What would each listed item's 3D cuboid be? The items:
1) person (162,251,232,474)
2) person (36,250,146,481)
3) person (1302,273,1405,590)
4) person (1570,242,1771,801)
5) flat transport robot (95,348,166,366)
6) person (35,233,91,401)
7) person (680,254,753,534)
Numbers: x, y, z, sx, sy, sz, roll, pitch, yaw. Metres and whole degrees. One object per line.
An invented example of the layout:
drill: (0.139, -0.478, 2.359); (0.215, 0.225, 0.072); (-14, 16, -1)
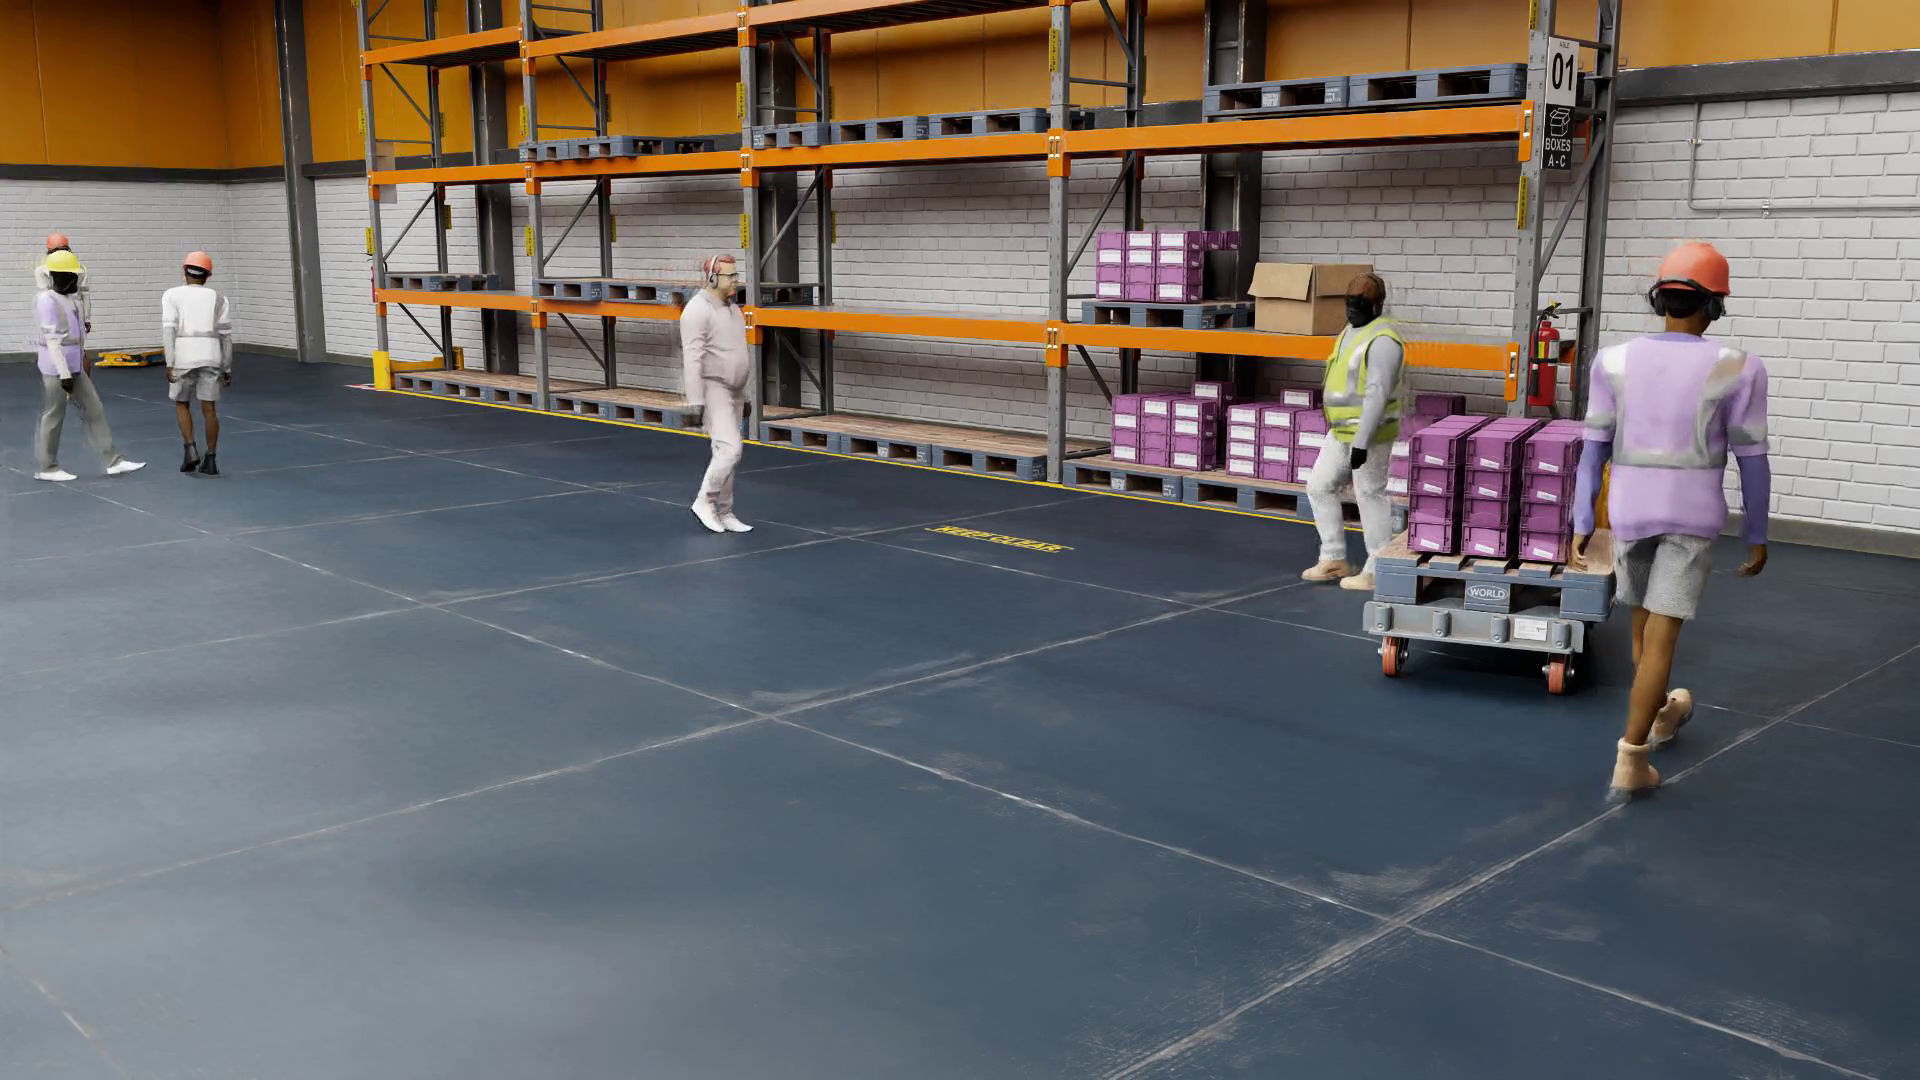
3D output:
person: (-6.498, -1.506, 14.192); (0.587, 1.881, 0.596); (-8, 13, -37)
person: (-7.236, -1.421, 13.695); (0.873, 1.890, 0.606); (-1, 10, -4)
person: (2.202, -0.587, 9.378); (0.655, 1.808, 0.637); (-1, 10, -7)
person: (2.665, -0.090, 6.174); (0.633, 1.985, 1.044); (10, 14, 42)
flat transport robot: (-12.854, -2.862, 25.982); (0.652, 0.197, 1.431); (0, 10, -2)
person: (-10.980, -2.727, 20.397); (0.370, 2.048, 0.607); (9, 13, 39)
person: (-1.592, -0.972, 11.229); (0.432, 1.894, 0.670); (4, 11, 19)
